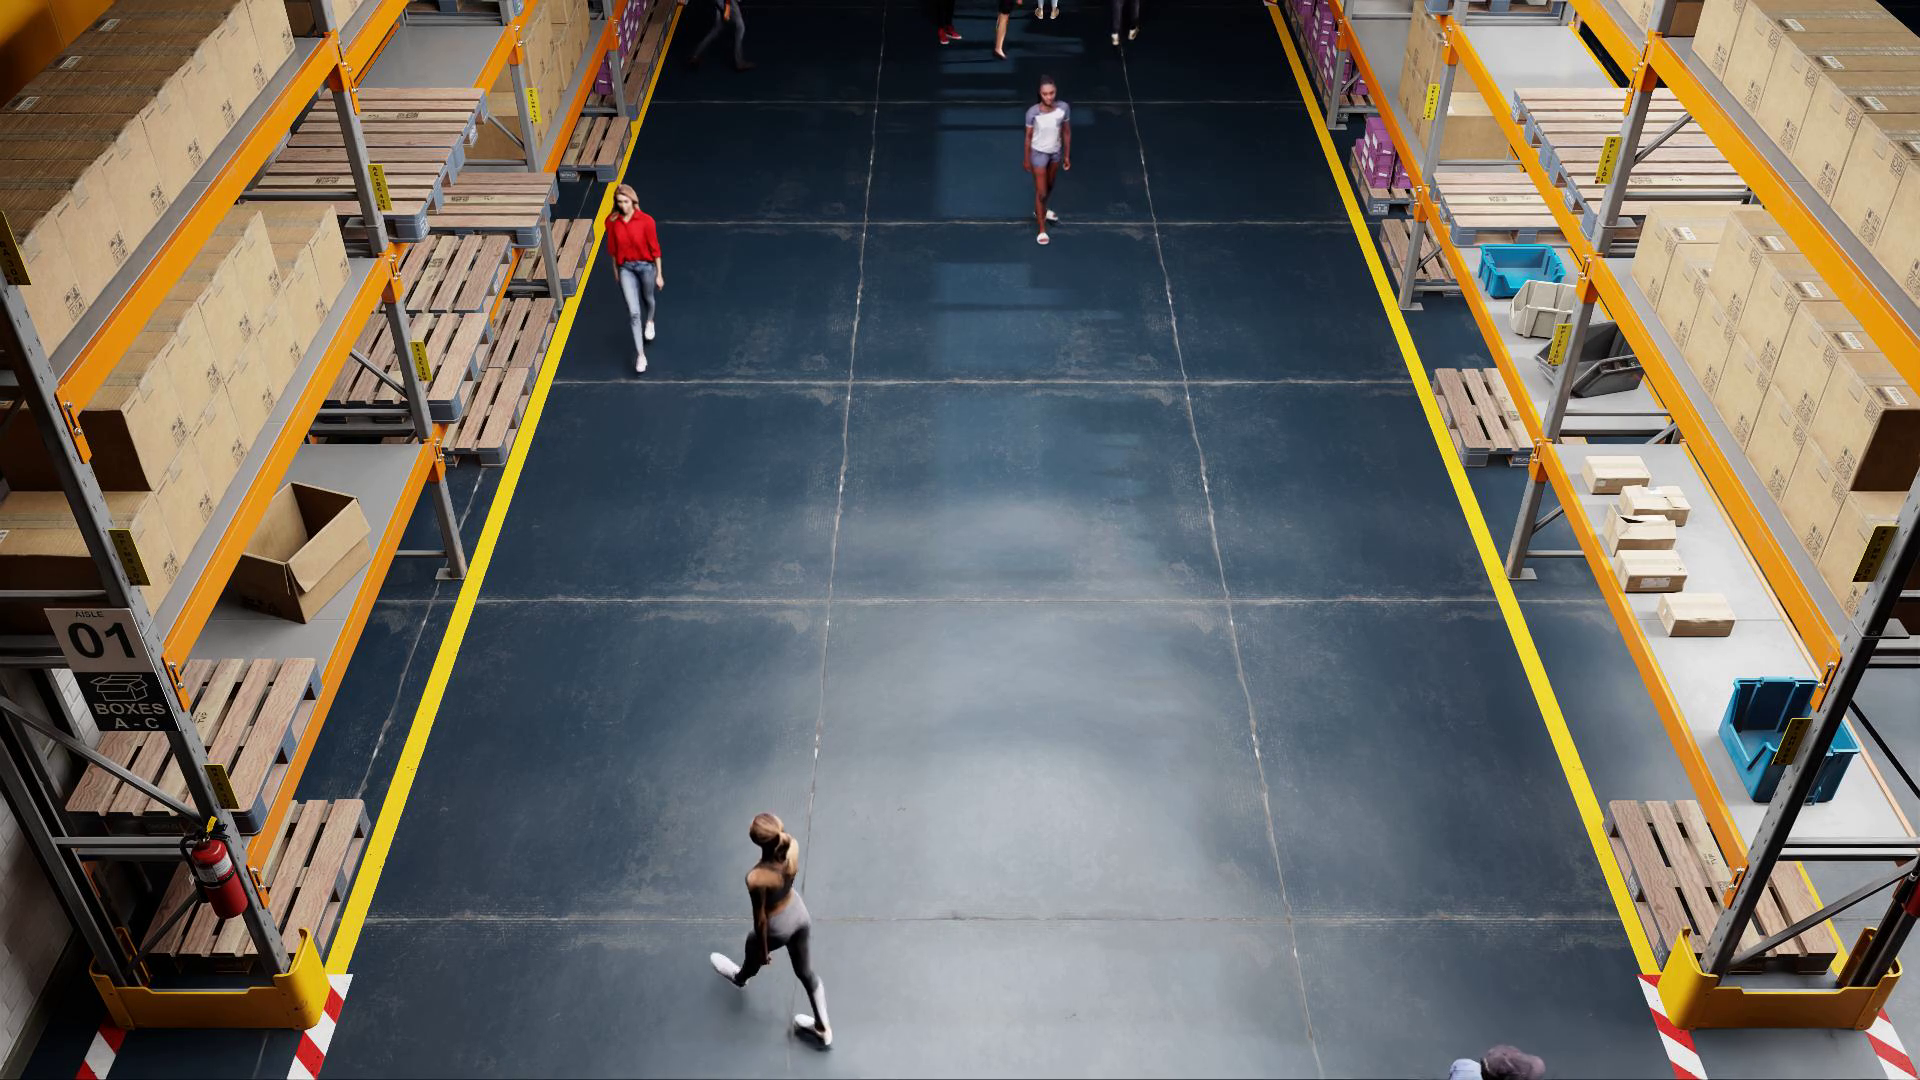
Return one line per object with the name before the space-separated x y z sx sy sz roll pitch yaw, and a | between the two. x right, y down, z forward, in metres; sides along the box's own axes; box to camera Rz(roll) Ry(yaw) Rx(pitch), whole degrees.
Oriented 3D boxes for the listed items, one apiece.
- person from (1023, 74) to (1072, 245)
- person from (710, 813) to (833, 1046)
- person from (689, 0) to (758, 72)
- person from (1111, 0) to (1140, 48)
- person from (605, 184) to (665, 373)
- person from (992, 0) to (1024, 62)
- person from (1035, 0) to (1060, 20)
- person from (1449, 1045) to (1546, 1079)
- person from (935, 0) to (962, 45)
person | 0.856 -3.839 16.570 0.807 1.694 0.979 -15 41 -18
person | -0.917 2.157 9.089 1.089 1.660 1.098 26 46 29
person | -2.851 -6.356 19.688 0.996 1.736 1.088 -18 42 -21
person | 2.027 -6.925 20.291 0.857 1.873 1.119 10 40 12
person | -2.860 -2.419 14.824 0.680 1.654 1.111 -3 39 -3
person | 0.460 -6.578 20.022 0.724 1.665 0.628 -17 42 -20
person | 1.124 -7.531 21.111 0.579 1.797 0.496 0 39 0
person | 2.291 3.002 7.865 0.845 1.867 0.814 -12 40 -15
person | -0.185 -6.992 20.534 0.684 1.674 0.694 -19 42 -22
